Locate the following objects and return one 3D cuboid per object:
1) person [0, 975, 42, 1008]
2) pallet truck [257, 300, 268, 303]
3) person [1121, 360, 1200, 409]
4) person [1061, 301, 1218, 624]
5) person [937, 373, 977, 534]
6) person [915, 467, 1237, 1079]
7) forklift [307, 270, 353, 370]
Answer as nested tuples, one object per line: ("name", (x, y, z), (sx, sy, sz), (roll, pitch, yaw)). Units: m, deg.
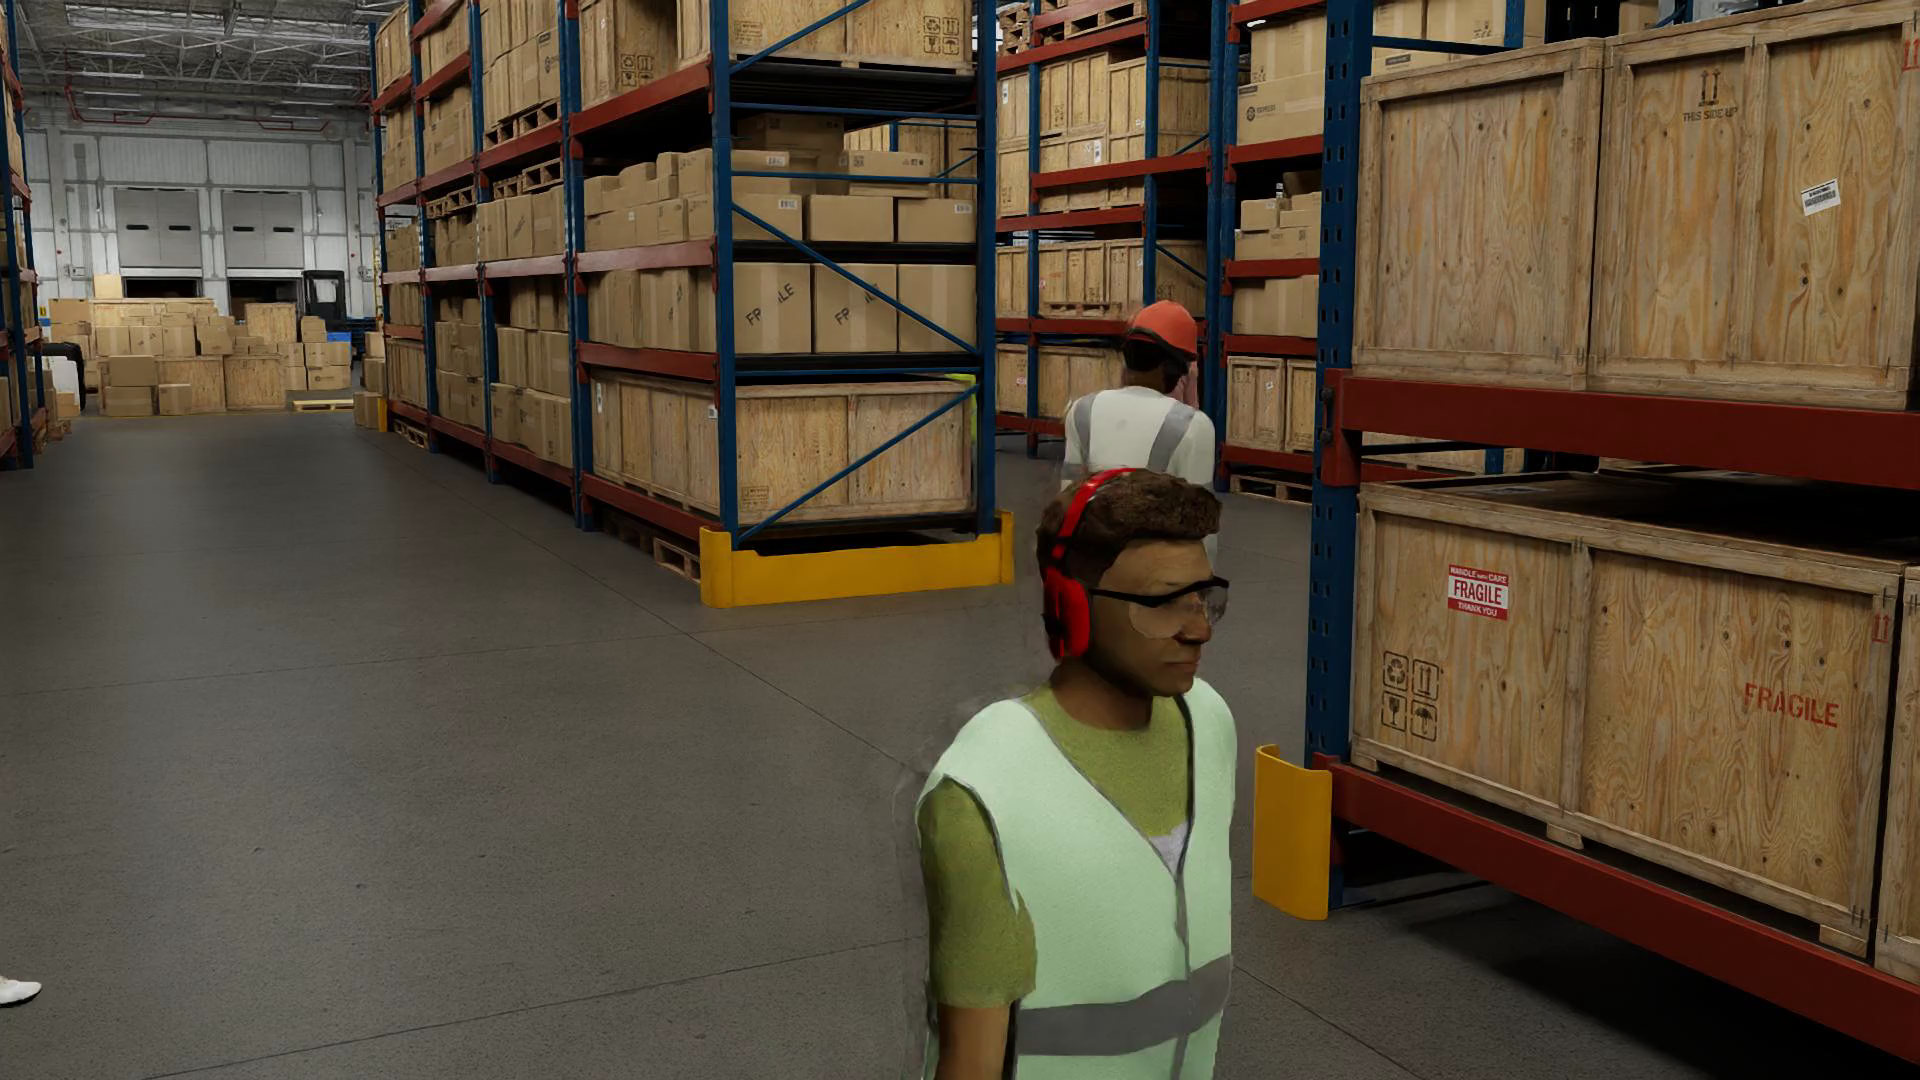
("person", (-2.805, 0.458, 4.380), (0.737, 1.875, 0.652), (-3, 9, -21))
("pallet truck", (-23.913, -7.404, 58.171), (1.885, 1.965, 0.823), (-1, 8, -9))
("person", (1.615, -0.874, 13.528), (0.648, 1.887, 0.706), (3, 9, 17))
("person", (0.694, 0.122, 6.228), (0.638, 2.006, 0.755), (6, 10, 37))
("person", (-0.050, -0.912, 14.478), (0.552, 1.669, 0.697), (-4, 9, -24))
("person", (0.212, 0.818, 2.073), (0.704, 1.817, 0.591), (8, 11, 42))
("forklift", (-17.807, -6.198, 46.830), (1.129, 2.768, 1.873), (-4, 9, -26))
